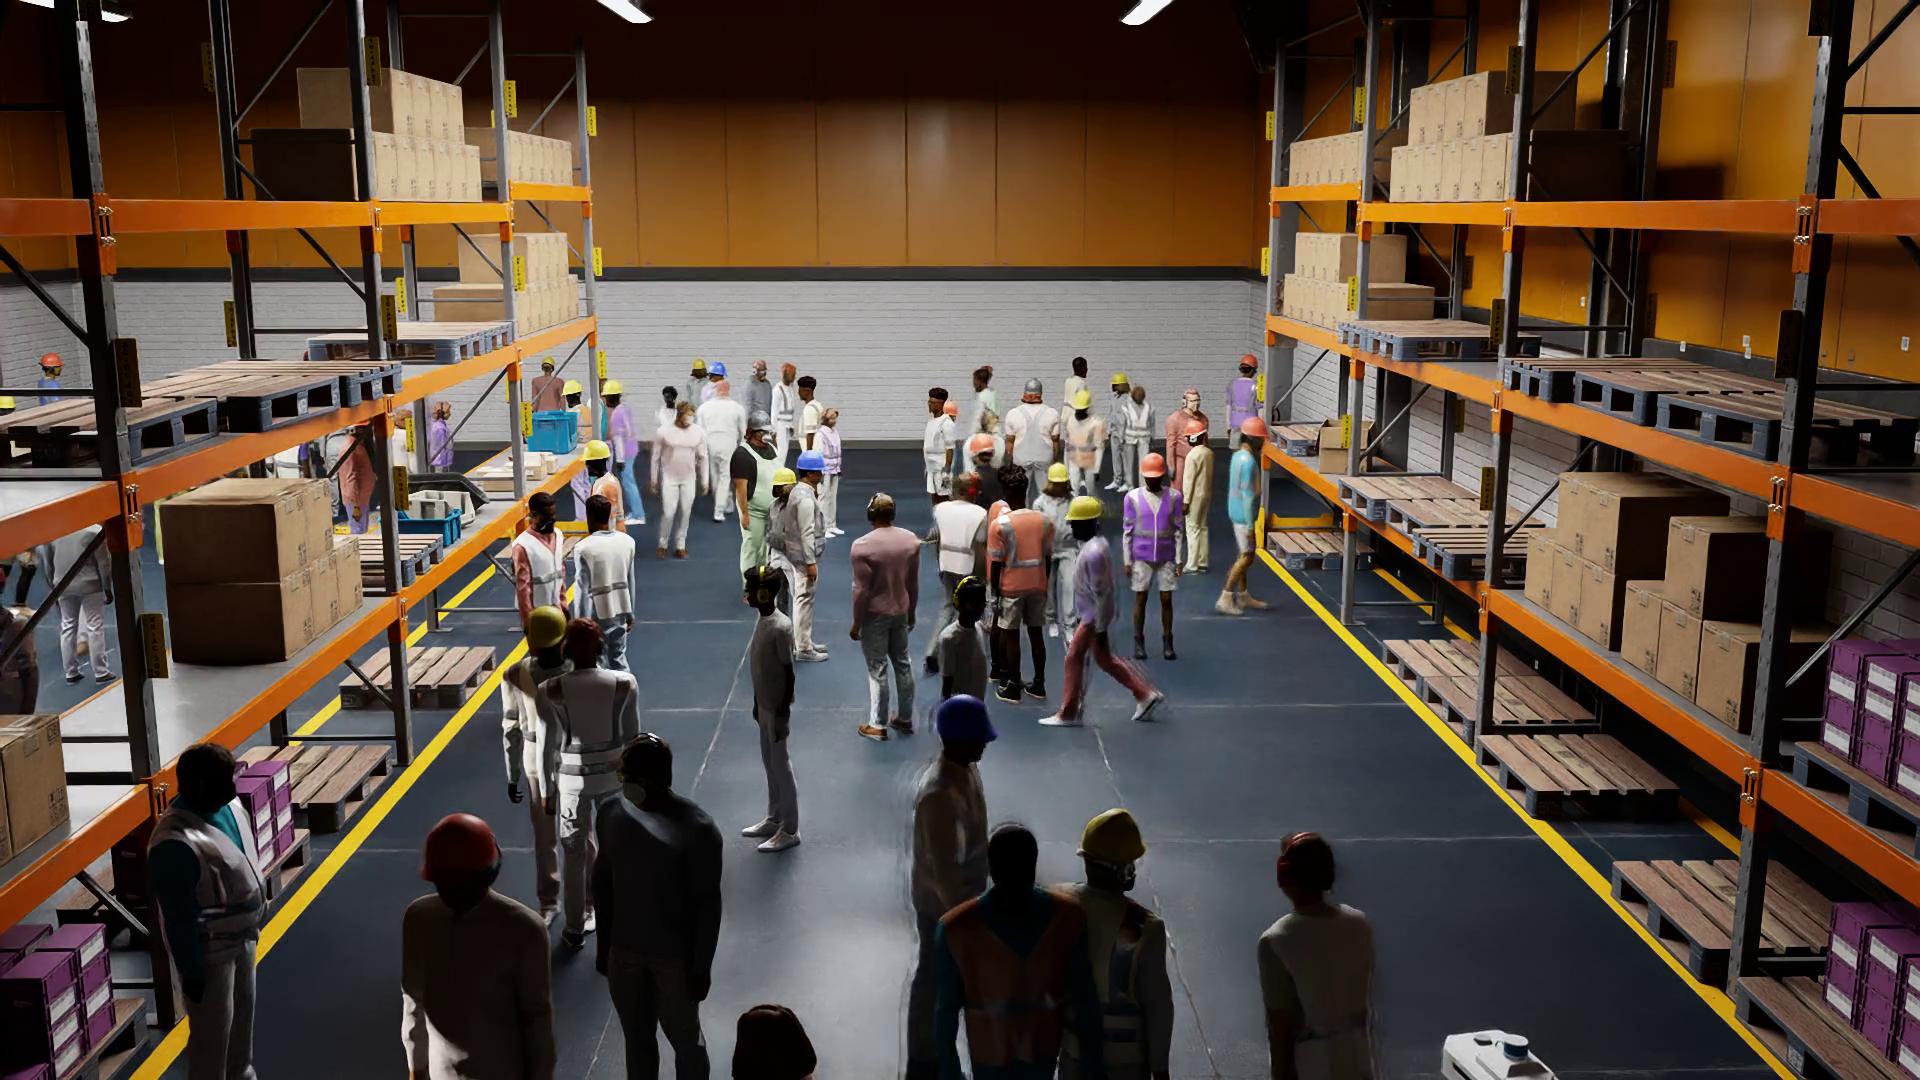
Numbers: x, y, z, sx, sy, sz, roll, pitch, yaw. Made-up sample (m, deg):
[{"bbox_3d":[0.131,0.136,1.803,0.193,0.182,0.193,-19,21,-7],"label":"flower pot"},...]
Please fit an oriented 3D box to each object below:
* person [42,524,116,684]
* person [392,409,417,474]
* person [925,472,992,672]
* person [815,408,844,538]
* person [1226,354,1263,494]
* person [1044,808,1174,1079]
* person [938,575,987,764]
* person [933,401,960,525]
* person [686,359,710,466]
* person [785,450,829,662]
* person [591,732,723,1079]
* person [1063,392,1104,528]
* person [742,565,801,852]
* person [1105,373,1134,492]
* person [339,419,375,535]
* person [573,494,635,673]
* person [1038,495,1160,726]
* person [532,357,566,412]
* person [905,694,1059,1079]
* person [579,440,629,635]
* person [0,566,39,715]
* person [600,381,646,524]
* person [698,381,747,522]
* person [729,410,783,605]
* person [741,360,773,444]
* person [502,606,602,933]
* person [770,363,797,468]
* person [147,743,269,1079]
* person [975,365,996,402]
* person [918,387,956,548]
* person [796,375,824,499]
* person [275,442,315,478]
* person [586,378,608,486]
[{"bbox_3d":[-7.625,0.389,14.425,0.567,1.744,0.350,0,11,0],"label":"person"},{"bbox_3d":[-6.976,-0.838,20.907,0.523,1.608,0.442,11,16,43],"label":"person"},{"bbox_3d":[0.002,0.274,14.879,0.591,1.801,0.880,7,13,30],"label":"person"},{"bbox_3d":[-1.652,-0.851,20.937,0.313,1.632,0.513,5,12,24],"label":"person"},{"bbox_3d":[4.119,-1.652,23.952,0.601,2.035,0.406,7,13,33],"label":"person"},{"bbox_3d":[0.572,1.928,6.489,0.602,1.830,0.404,8,14,36],"label":"person"},{"bbox_3d":[0.044,1.132,10.408,0.335,1.864,0.521,6,13,26],"label":"person"},{"bbox_3d":[-0.177,-0.876,20.787,0.354,1.737,0.577,-4,12,-18],"label":"person"},{"bbox_3d":[-4.143,-2.030,26.587,0.486,1.738,0.345,3,12,14],"label":"person"},{"bbox_3d":[-1.387,0.145,15.171,0.414,1.939,0.605,-2,11,-10],"label":"person"},{"bbox_3d":[-1.301,1.753,7.100,0.631,1.940,0.372,5,12,24],"label":"person"},{"bbox_3d":[1.558,-0.968,21.002,0.592,1.838,1.061,6,13,27],"label":"person"},{"bbox_3d":[-1.219,1.072,10.698,0.314,1.864,0.533,-5,12,-24],"label":"person"},{"bbox_3d":[2.335,-1.574,24.297,0.322,1.738,0.494,-7,13,-33],"label":"person"},{"bbox_3d":[-6.450,-0.425,17.876,0.389,1.992,0.625,-2,12,-12],"label":"person"},{"bbox_3d":[-2.766,0.591,13.012,0.401,1.908,0.598,7,13,33],"label":"person"},{"bbox_3d":[1.130,0.568,13.195,0.915,1.889,0.591,1,11,3],"label":"person"},{"bbox_3d":[-6.594,-2.062,26.703,0.528,1.752,0.340,-2,11,-9],"label":"person"},{"bbox_3d":[0.099,1.649,7.681,0.821,1.917,0.633,3,12,16],"label":"person"},{"bbox_3d":[-3.429,-0.015,16.032,0.409,1.917,0.585,-4,12,-21],"label":"person"},{"bbox_3d":[-6.120,1.055,10.601,0.547,1.938,0.379,4,12,21],"label":"person"},{"bbox_3d":[-4.396,-1.129,21.688,0.563,1.893,0.590,-1,11,-5],"label":"person"},{"bbox_3d":[-3.145,-1.189,22.094,0.653,1.841,0.987,2,12,12],"label":"person"},{"bbox_3d":[-2.038,-0.341,17.341,0.538,2.000,0.684,7,13,30],"label":"person"},{"bbox_3d":[-2.961,-1.731,24.687,0.399,1.894,0.655,6,13,28],"label":"person"},{"bbox_3d":[-2.291,1.298,9.453,0.589,1.916,0.400,0,11,-2],"label":"person"},{"bbox_3d":[-2.602,-1.690,24.563,0.427,1.866,0.601,3,12,13],"label":"person"},{"bbox_3d":[-3.266,1.768,7.312,0.429,1.830,0.634,0,11,-1],"label":"person"},{"bbox_3d":[0.397,-1.952,26.430,0.307,1.639,0.525,-5,12,-24],"label":"person"},{"bbox_3d":[-0.269,-0.890,20.281,0.367,1.966,0.607,-6,13,-26],"label":"person"},{"bbox_3d":[-1.933,-1.174,21.740,0.397,1.954,0.605,1,11,5],"label":"person"},{"bbox_3d":[-7.724,-0.631,19.332,0.566,1.834,0.391,7,13,32],"label":"person"},{"bbox_3d":[-5.005,-1.369,23.011,0.338,1.838,0.507,-2,11,-8],"label":"person"}]
